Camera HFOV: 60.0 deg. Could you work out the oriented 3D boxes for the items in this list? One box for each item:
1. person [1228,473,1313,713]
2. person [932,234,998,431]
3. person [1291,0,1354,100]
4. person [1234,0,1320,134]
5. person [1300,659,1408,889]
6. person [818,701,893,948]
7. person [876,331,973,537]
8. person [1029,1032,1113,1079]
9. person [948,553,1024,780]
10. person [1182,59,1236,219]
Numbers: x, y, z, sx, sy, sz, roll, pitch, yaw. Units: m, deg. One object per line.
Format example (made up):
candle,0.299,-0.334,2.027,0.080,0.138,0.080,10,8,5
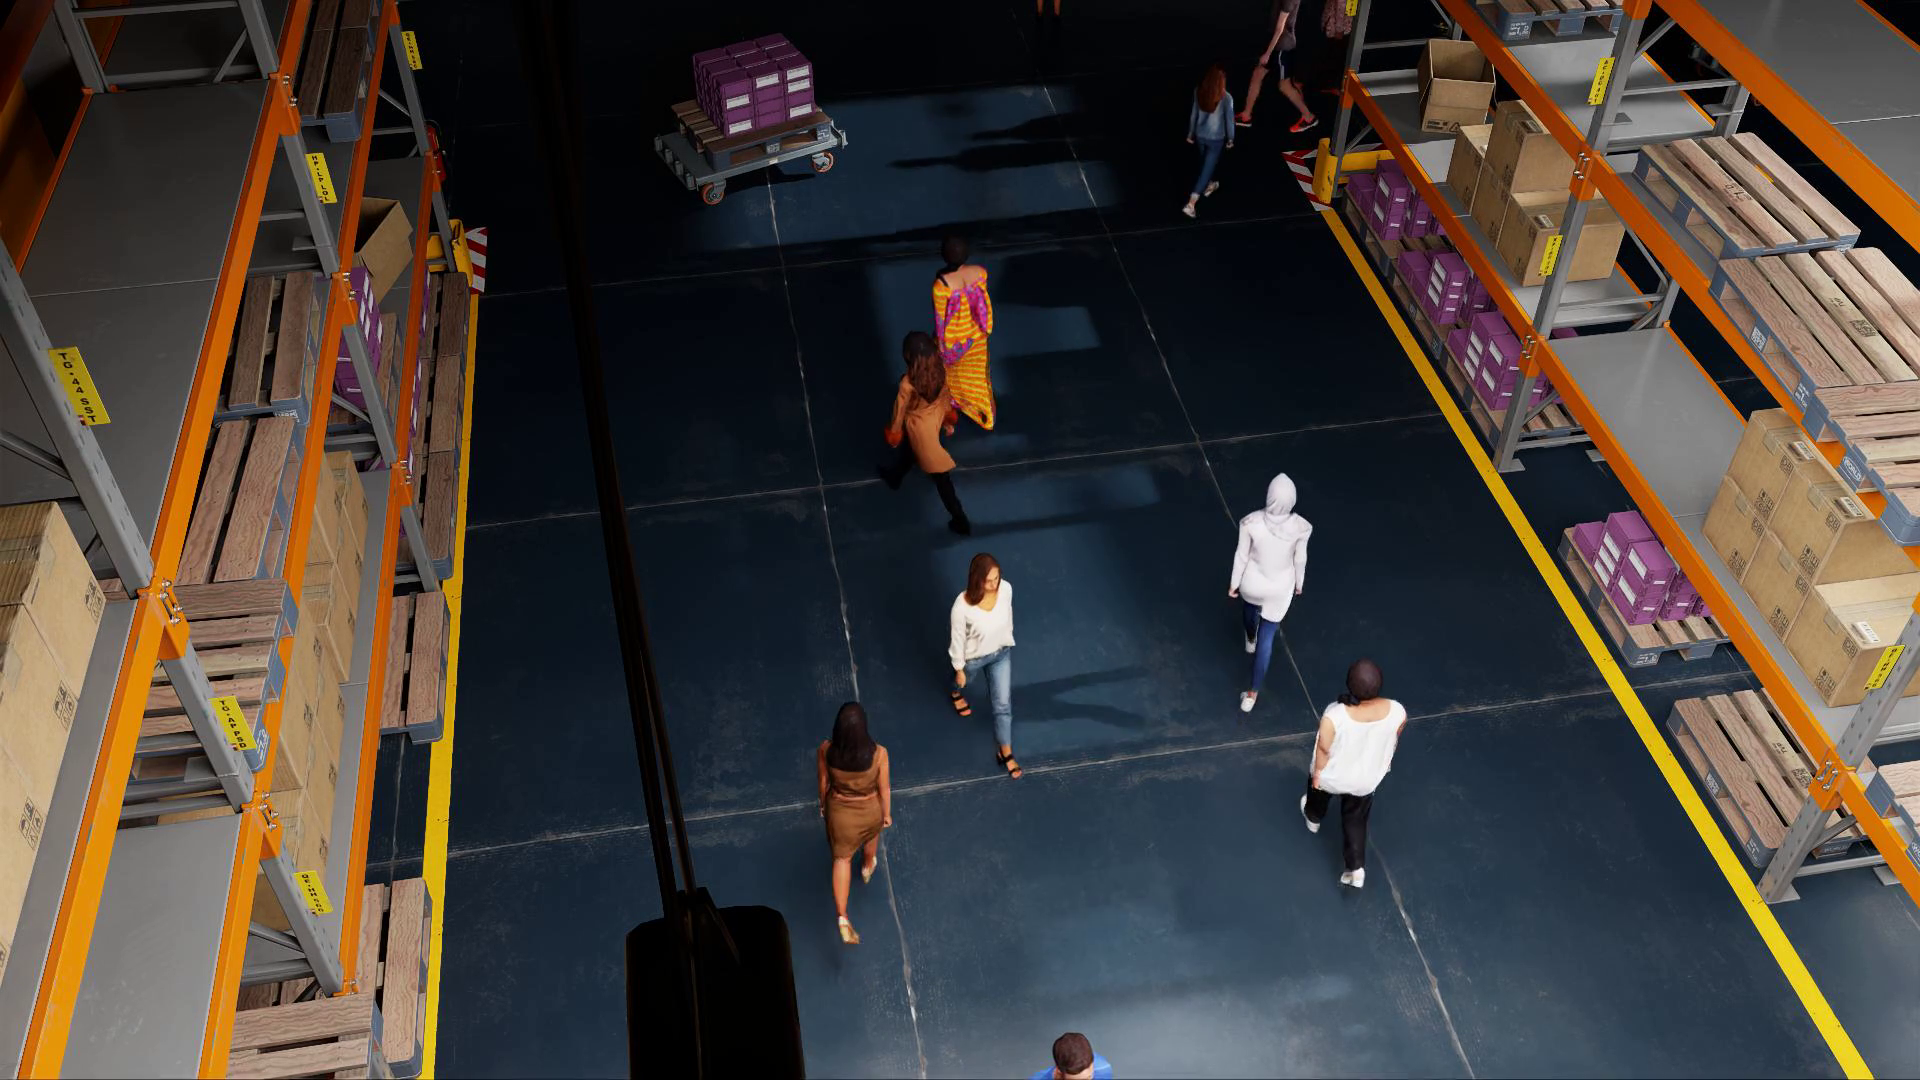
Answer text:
person,1.967,0.359,10.707,0.931,1.727,1.217,9,44,10
person,0.030,-1.614,12.832,0.858,1.653,1.231,-19,47,-19
person,3.666,-5.145,16.441,1.000,1.787,0.962,9,44,9
person,3.165,-4.720,15.977,0.866,1.812,1.155,1,44,1
person,2.274,1.357,9.710,0.728,1.659,1.069,-3,44,-3
person,-0.601,1.612,9.439,0.729,1.662,1.078,3,44,3
person,-0.185,-0.703,11.865,1.305,1.667,1.178,32,52,29
person,0.489,2.879,7.959,0.677,1.869,0.667,-21,47,-20
person,0.088,0.666,10.451,0.858,1.636,1.167,-20,47,-20
person,2.228,-3.623,15.083,0.986,1.457,1.045,27,50,25
